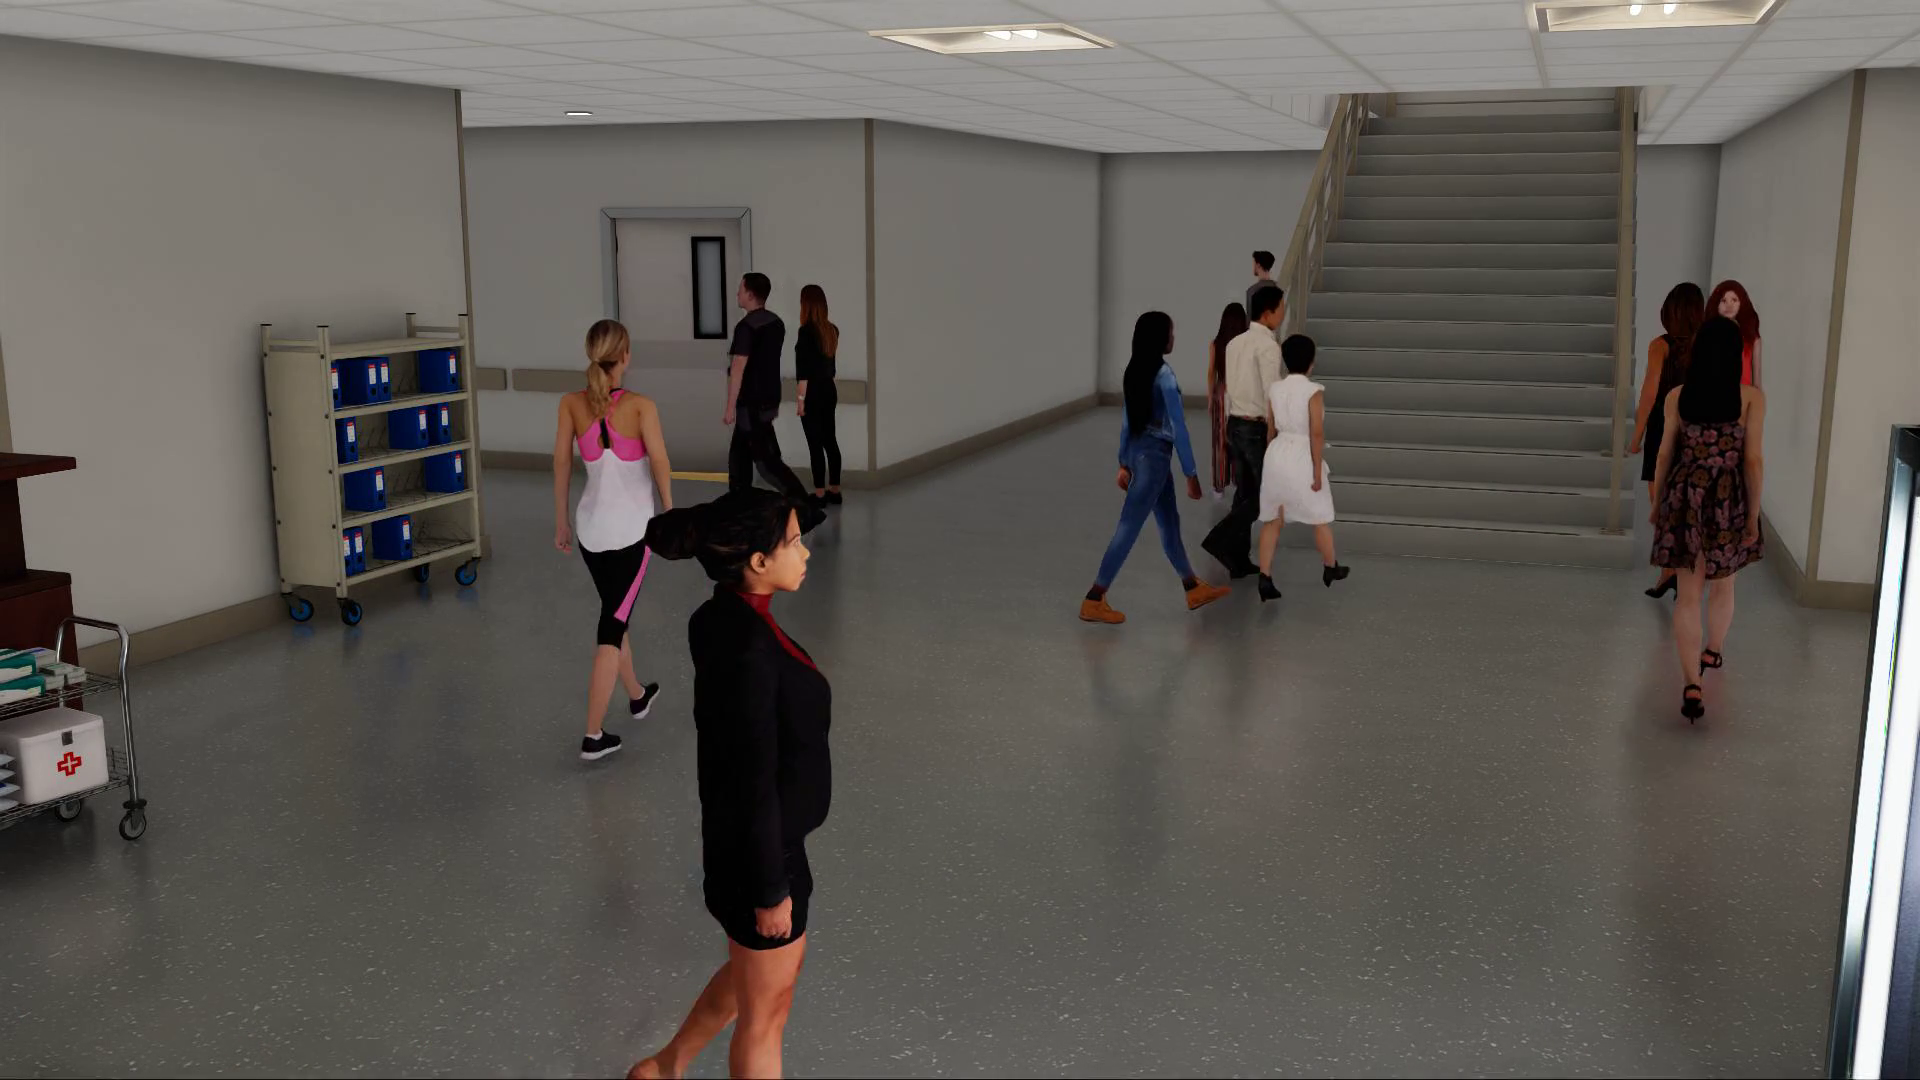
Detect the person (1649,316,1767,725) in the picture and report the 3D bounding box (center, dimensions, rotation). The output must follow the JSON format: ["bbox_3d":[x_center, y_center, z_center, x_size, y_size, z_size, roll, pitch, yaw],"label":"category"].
[{"bbox_3d":[3.226,-0.053,7.213,0.733,1.730,1.143,6,12,28],"label":"person"}]

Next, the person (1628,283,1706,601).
[{"bbox_3d":[4.147,-0.539,9.523,0.683,1.823,0.748,-6,13,-31],"label":"person"}]

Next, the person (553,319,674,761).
[{"bbox_3d":[-1.444,0.028,6.729,0.648,1.751,1.030,3,11,17],"label":"person"}]

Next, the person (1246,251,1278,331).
[{"bbox_3d":[3.120,-1.947,16.815,1.233,1.872,1.131,-9,14,-40],"label":"person"}]

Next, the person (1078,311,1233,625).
[{"bbox_3d":[0.936,-0.341,8.906,1.178,1.664,1.183,-4,11,-19],"label":"person"}]

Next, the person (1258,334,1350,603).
[{"bbox_3d":[1.859,-0.375,9.492,1.050,1.513,0.829,-10,15,-43],"label":"person"}]

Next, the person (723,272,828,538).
[{"bbox_3d":[-1.311,-0.885,11.386,0.872,1.809,1.150,2,11,12],"label":"person"}]

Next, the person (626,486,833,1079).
[{"bbox_3d":[-0.509,0.700,3.506,0.819,1.632,0.787,-2,11,-13],"label":"person"}]

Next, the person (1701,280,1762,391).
[{"bbox_3d":[4.768,-0.706,10.444,0.593,1.809,0.990,4,11,19],"label":"person"}]

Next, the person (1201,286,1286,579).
[{"bbox_3d":[1.703,-0.622,10.046,0.966,1.791,0.903,-4,12,-21],"label":"person"}]

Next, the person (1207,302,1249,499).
[{"bbox_3d":[2.177,-1.125,13.314,0.555,1.561,0.494,4,11,18],"label":"person"}]

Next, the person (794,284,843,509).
[{"bbox_3d":[-1.080,-1.118,12.877,0.692,1.710,0.545,7,13,32],"label":"person"}]
